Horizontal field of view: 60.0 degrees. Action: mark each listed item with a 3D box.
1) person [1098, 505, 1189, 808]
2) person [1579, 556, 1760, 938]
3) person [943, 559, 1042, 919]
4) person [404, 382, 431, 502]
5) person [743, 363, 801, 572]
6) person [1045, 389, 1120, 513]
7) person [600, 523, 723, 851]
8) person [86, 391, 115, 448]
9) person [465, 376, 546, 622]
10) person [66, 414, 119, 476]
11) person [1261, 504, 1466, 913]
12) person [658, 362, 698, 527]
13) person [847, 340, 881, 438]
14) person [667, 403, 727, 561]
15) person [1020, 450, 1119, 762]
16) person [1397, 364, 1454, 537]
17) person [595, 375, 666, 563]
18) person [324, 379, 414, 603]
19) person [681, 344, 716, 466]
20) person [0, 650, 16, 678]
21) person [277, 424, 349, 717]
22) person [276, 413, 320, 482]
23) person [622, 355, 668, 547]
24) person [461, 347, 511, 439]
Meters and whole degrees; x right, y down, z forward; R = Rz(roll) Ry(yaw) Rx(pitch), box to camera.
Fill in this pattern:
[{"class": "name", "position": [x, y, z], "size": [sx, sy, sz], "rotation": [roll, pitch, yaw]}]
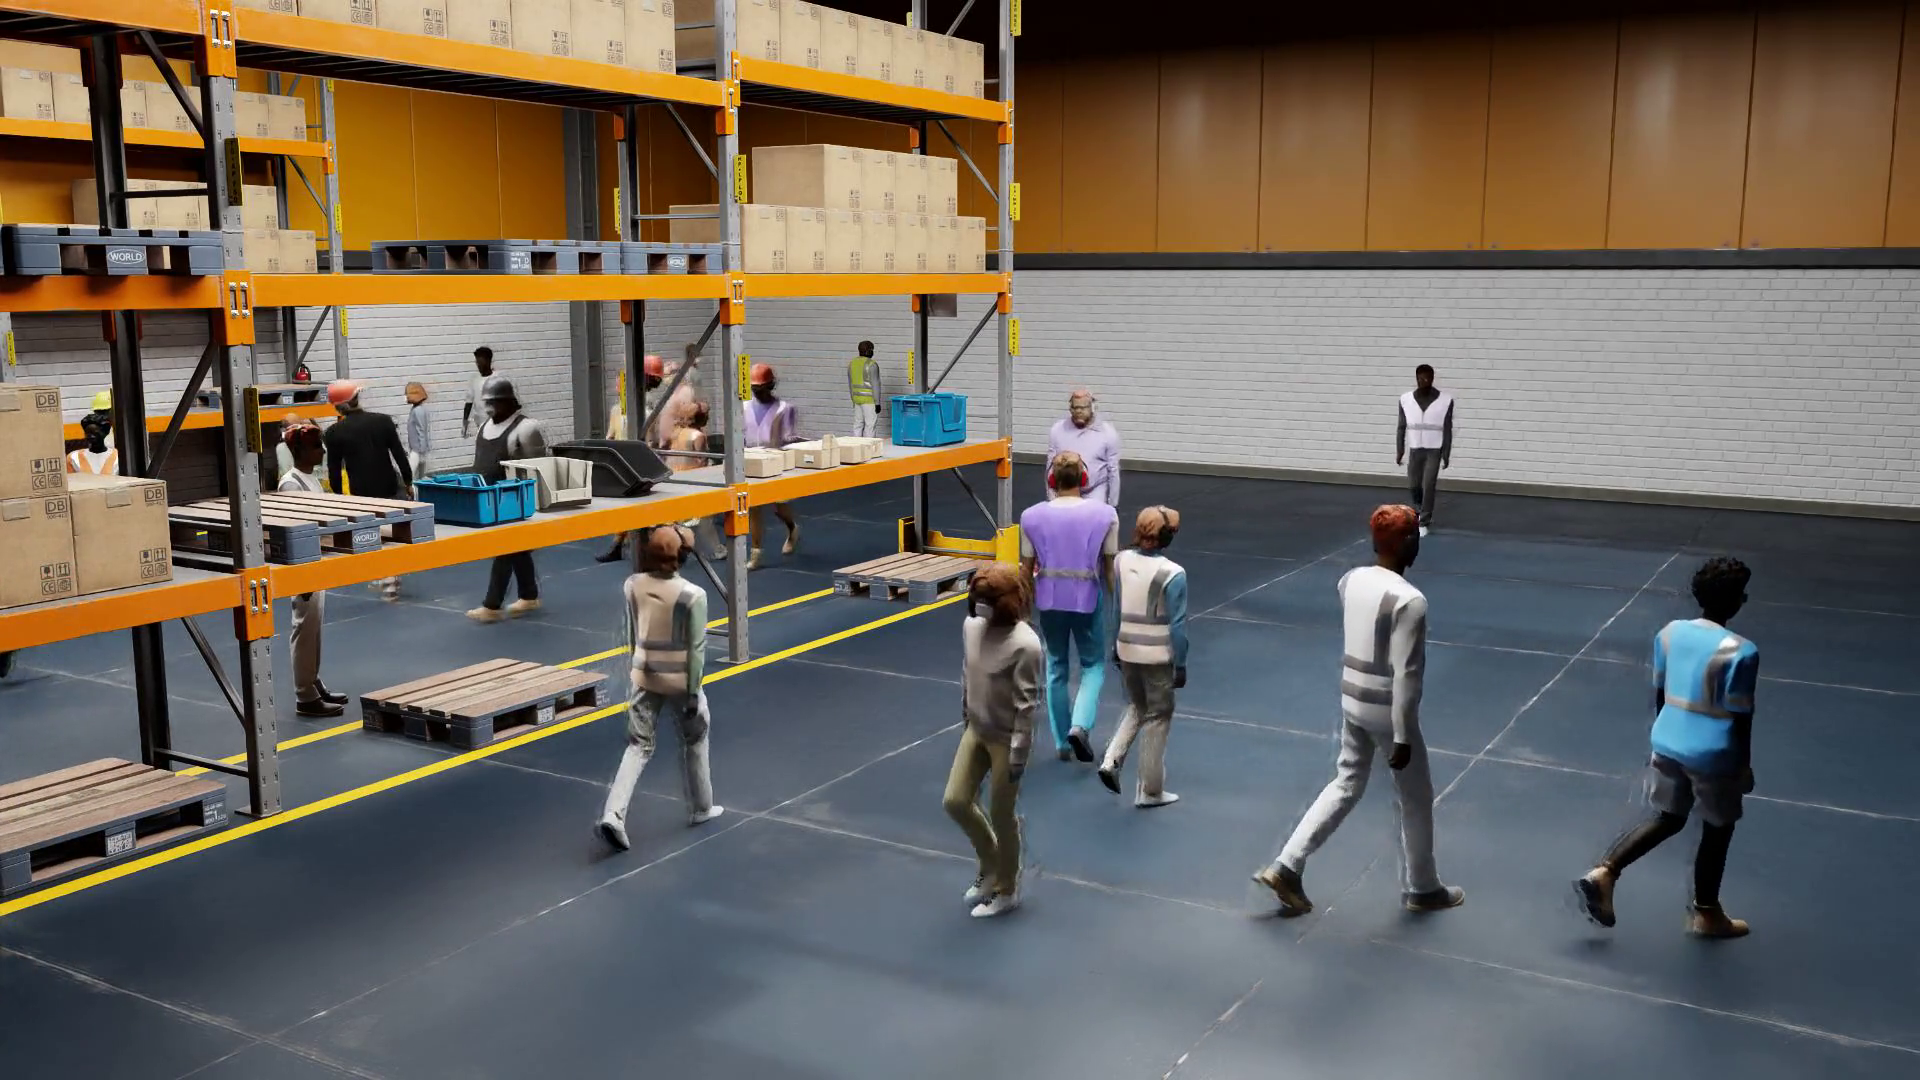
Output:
[{"class": "person", "position": [0.999, 0.623, 8.816], "size": [0.395, 1.623, 0.539], "rotation": [-7, 12, -37]}, {"class": "person", "position": [3.033, 0.894, 7.011], "size": [0.677, 1.672, 0.525], "rotation": [-3, 9, -15]}, {"class": "person", "position": [0.151, 0.875, 7.244], "size": [0.369, 1.612, 0.519], "rotation": [-8, 12, -39]}, {"class": "person", "position": [-6.148, -1.014, 19.051], "size": [0.681, 1.612, 0.507], "rotation": [-3, 10, -19]}, {"class": "person", "position": [-1.834, -0.725, 16.118], "size": [0.610, 2.003, 0.894], "rotation": [3, 10, 19]}, {"class": "person", "position": [1.080, -0.400, 14.503], "size": [0.647, 1.868, 0.905], "rotation": [3, 10, 20]}, {"class": "person", "position": [-1.501, 0.718, 8.303], "size": [0.505, 1.604, 0.816], "rotation": [4, 10, 21]}, {"class": "person", "position": [-8.017, -0.558, 15.861], "size": [0.547, 1.729, 0.509], "rotation": [0, 9, 3]}, {"class": "person", "position": [-3.833, -0.357, 13.651], "size": [0.695, 2.000, 0.931], "rotation": [7, 12, 39]}, {"class": "person", "position": [-7.068, -0.195, 13.708], "size": [0.535, 1.697, 0.318], "rotation": [-3, 10, -18]}, {"class": "person", "position": [1.794, 0.757, 7.315], "size": [0.917, 1.854, 0.583], "rotation": [-3, 10, -20]}, {"class": "person", "position": [-3.227, -1.037, 18.449], "size": [0.978, 1.857, 0.684], "rotation": [-4, 10, -23]}, {"class": "person", "position": [-1.398, -2.068, 24.948], "size": [0.625, 1.844, 0.429], "rotation": [9, 13, 44]}, {"class": "person", "position": [-2.585, -0.533, 16.148], "size": [0.882, 1.582, 0.525], "rotation": [-4, 10, -25]}, {"class": "person", "position": [0.630, 0.400, 9.555], "size": [0.598, 1.830, 0.534], "rotation": [1, 9, 9]}, {"class": "person", "position": [5.081, -0.993, 18.142], "size": [0.602, 1.887, 0.637], "rotation": [5, 10, 27]}, {"class": "person", "position": [-3.225, -0.750, 16.603], "size": [0.552, 1.892, 1.006], "rotation": [8, 12, 42]}, {"class": "person", "position": [-5.147, -0.428, 14.437], "size": [0.680, 1.933, 0.695], "rotation": [8, 12, 41]}, {"class": "person", "position": [-3.731, -1.798, 23.183], "size": [0.862, 1.872, 0.675], "rotation": [2, 9, 13]}, {"class": "person", "position": [-6.745, 0.162, 11.121], "size": [0.676, 1.813, 0.602], "rotation": [-9, 13, -43]}, {"class": "person", "position": [-4.189, 0.191, 10.726], "size": [0.356, 1.883, 0.572], "rotation": [-2, 9, -12]}, {"class": "person", "position": [-5.934, -0.324, 14.811], "size": [0.515, 1.592, 0.811], "rotation": [4, 10, 21]}, {"class": "person", "position": [-3.248, -0.907, 17.208], "size": [0.739, 1.993, 0.733], "rotation": [-3, 10, -19]}, {"class": "person", "position": [-6.011, -1.477, 21.021], "size": [0.633, 1.908, 1.003], "rotation": [3, 10, 20]}]
